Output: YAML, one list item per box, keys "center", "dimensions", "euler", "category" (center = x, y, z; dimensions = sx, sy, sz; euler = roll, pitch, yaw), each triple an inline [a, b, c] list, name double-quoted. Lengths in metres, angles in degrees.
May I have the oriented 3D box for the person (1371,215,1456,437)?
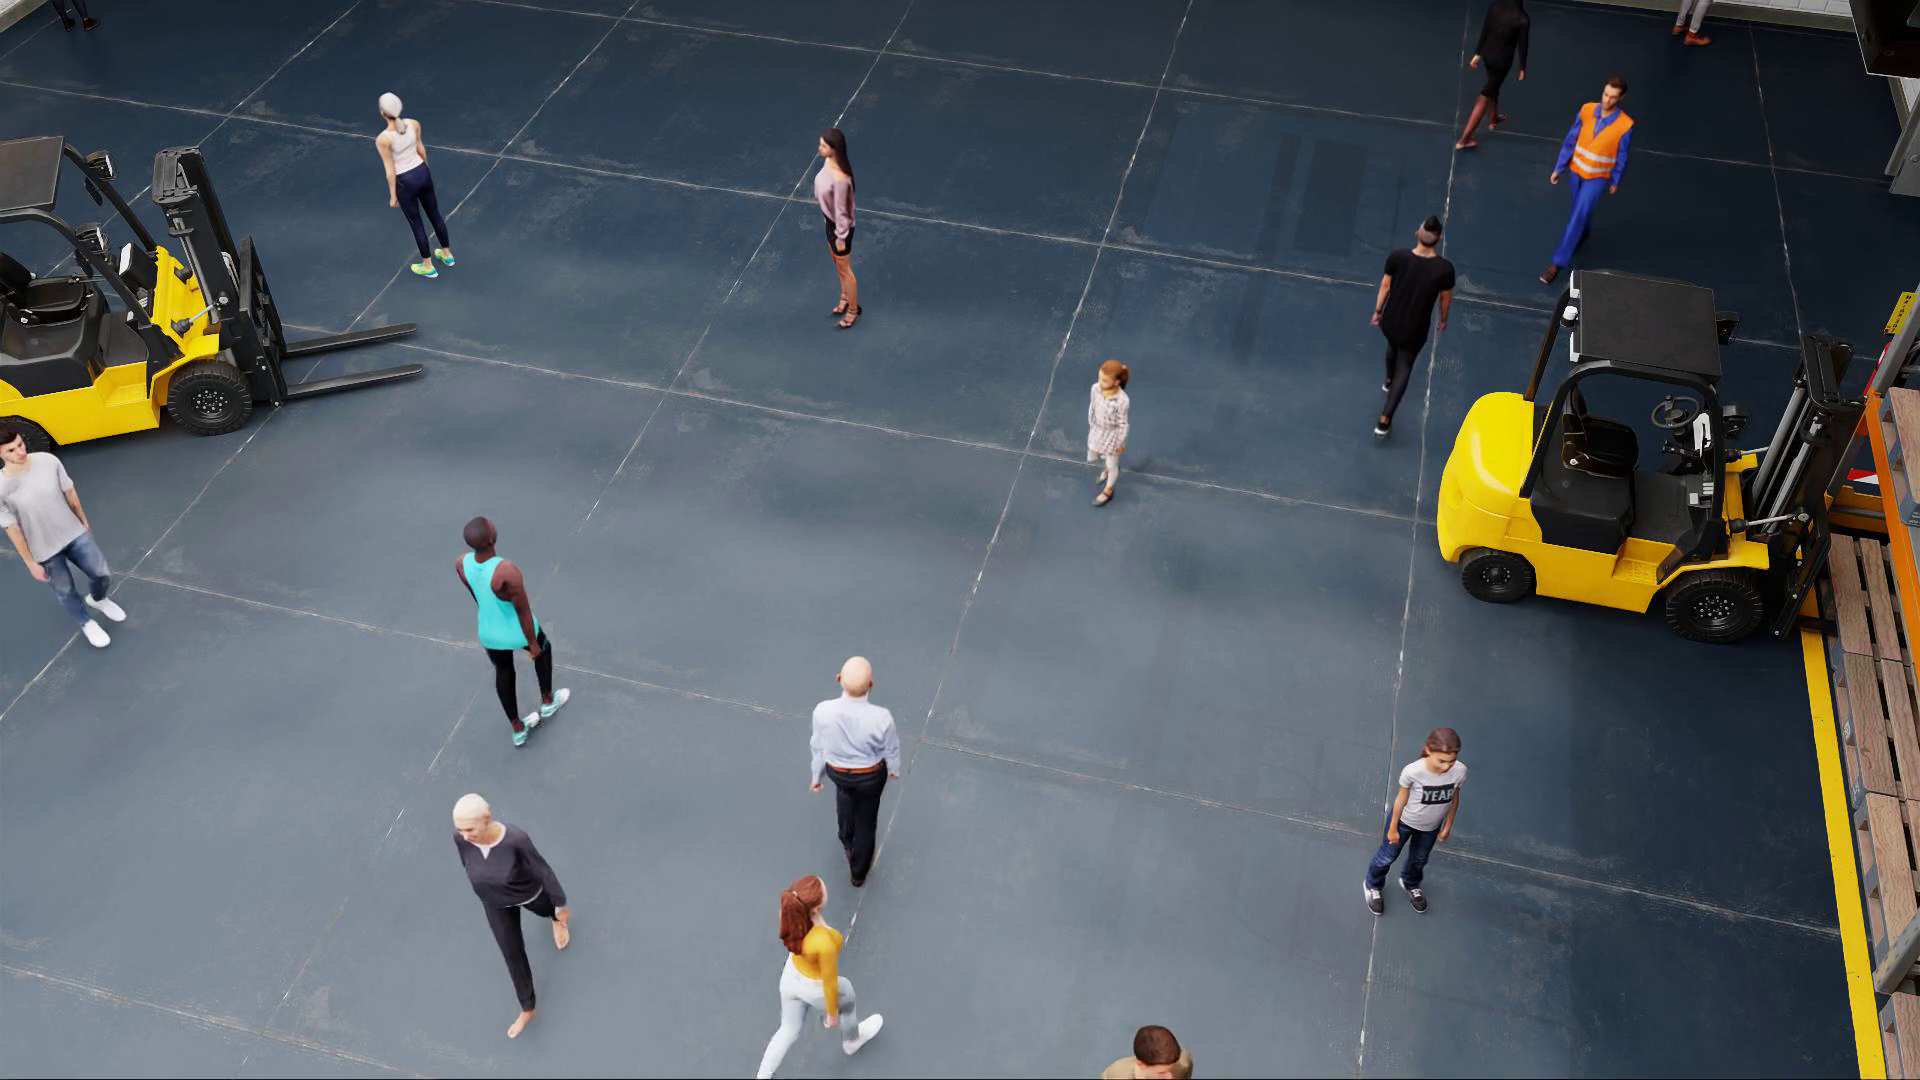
- center: [3.406, -1.629, 12.679]
  dimensions: [0.841, 1.819, 1.236]
  euler: [18, 46, 18]
  category: "person"

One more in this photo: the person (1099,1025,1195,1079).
- center: [0.789, 2.780, 8.054]
  dimensions: [1.124, 1.814, 1.190]
  euler: [-21, 47, -21]
  category: "person"

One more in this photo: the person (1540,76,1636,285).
- center: [5.432, -3.161, 14.288]
  dimensions: [1.087, 1.818, 1.320]
  euler: [34, 53, 31]
  category: "person"

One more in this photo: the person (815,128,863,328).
- center: [-0.983, -2.568, 13.671]
  dimensions: [0.757, 1.811, 0.646]
  euler: [-12, 45, -12]
  category: "person"

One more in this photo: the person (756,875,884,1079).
- center: [-0.826, 2.361, 8.565]
  dimensions: [0.993, 1.716, 1.247]
  euler: [33, 52, 30]
  category: "person"

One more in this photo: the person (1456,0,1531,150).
- center: [5.021, -4.485, 15.768]
  dimensions: [1.097, 1.693, 1.017]
  euler: [-24, 49, -23]
  category: "person"

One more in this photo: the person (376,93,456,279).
- center: [-4.681, -3.041, 14.246]
  dimensions: [0.731, 1.702, 0.597]
  euler: [28, 50, 26]
  category: "person"

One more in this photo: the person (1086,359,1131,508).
- center: [1.144, -0.824, 12.208]
  dimensions: [0.657, 1.304, 0.712]
  euler: [34, 53, 31]
  category: "person"

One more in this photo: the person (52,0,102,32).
- center: [-9.616, -6.215, 17.590]
  dimensions: [0.630, 1.684, 0.585]
  euler: [0, 44, 0]
  category: "person"

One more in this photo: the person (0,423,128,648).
- center: [-6.043, -0.051, 10.981]
  dimensions: [0.848, 1.876, 0.744]
  euler: [27, 50, 25]
  category: "person"

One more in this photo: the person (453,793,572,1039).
- center: [-2.431, 1.857, 9.125]
  dimensions: [0.888, 1.673, 1.171]
  euler: [-1, 44, -1]
  category: "person"

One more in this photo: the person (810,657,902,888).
- center: [-0.608, 1.407, 9.523]
  dimensions: [0.711, 1.776, 0.719]
  euler: [5, 44, 5]
  category: "person"

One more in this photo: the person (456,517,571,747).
- center: [-2.868, 0.633, 10.322]
  dimensions: [0.660, 1.795, 0.753]
  euler: [14, 45, 14]
  category: "person"

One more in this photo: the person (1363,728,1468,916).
- center: [2.612, 1.580, 9.498]
  dimensions: [0.591, 1.561, 0.605]
  euler: [-3, 44, -3]
  category: "person"

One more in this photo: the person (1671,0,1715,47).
- center: [7.870, -6.083, 17.351]
  dimensions: [0.815, 1.824, 0.683]
  euler: [-11, 45, -11]
  category: "person"
